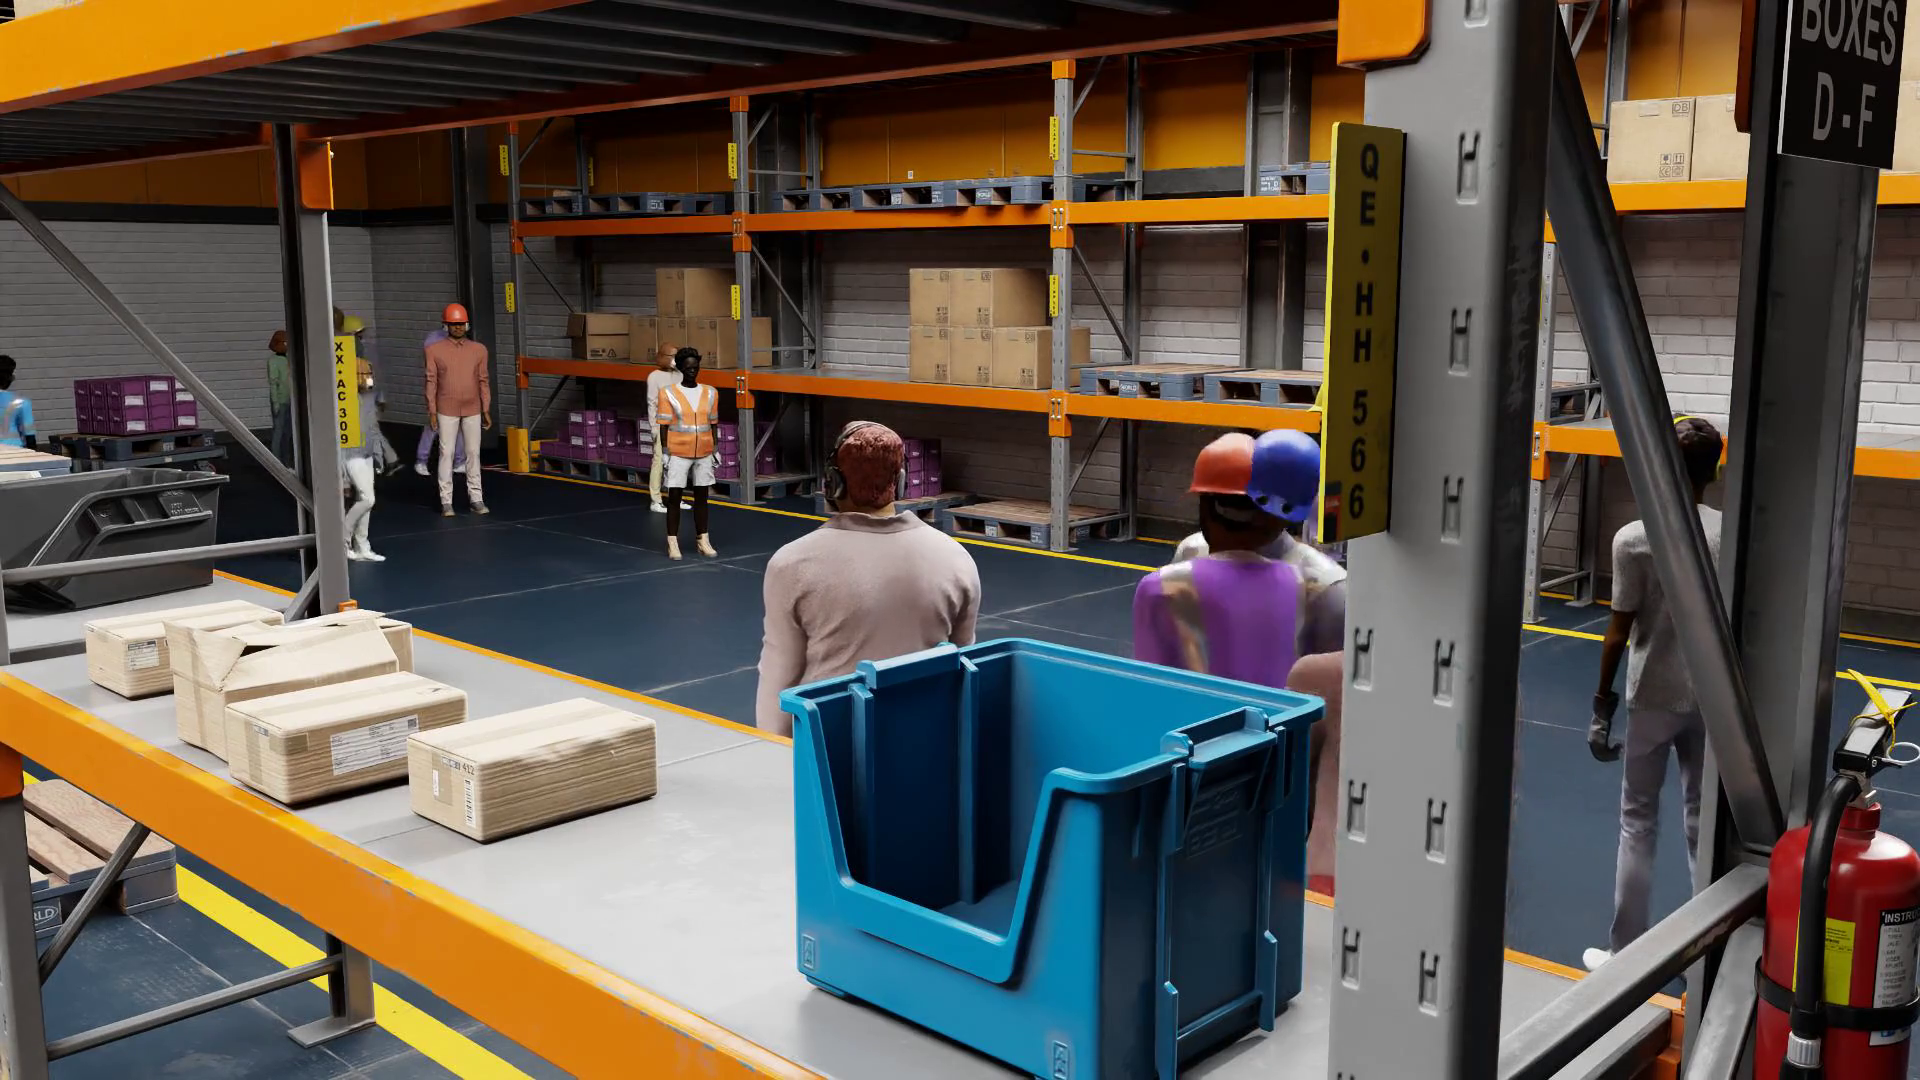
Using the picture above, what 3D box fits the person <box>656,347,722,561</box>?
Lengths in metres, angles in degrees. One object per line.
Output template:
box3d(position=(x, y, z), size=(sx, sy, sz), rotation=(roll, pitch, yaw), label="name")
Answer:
box3d(position=(-2.157, -0.689, 13.286), size=(0.532, 1.697, 0.320), rotation=(-6, 11, -30), label="person")

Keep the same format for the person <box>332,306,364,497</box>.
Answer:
box3d(position=(-6.300, -1.404, 16.933), size=(0.356, 1.936, 0.635), rotation=(3, 10, 17), label="person")

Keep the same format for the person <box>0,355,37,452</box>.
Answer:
box3d(position=(-7.400, -0.608, 12.915), size=(0.538, 1.648, 0.831), rotation=(1, 9, 4), label="person")

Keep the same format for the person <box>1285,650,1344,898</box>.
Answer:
box3d(position=(1.027, 0.800, 4.088), size=(0.535, 1.718, 0.902), rotation=(0, 9, 0), label="person")

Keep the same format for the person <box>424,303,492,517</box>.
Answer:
box3d(position=(-4.709, -1.221, 15.642), size=(0.612, 1.995, 0.378), rotation=(-6, 11, -33), label="person")

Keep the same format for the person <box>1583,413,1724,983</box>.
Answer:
box3d(position=(2.263, 0.531, 5.299), size=(0.525, 1.868, 0.353), rotation=(-1, 9, -5), label="person")

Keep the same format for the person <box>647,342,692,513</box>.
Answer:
box3d(position=(-2.781, -1.075, 15.881), size=(0.285, 1.626, 0.493), rotation=(6, 11, 34), label="person")

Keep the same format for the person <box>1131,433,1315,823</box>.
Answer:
box3d(position=(0.733, 0.680, 4.326), size=(0.555, 1.908, 0.677), rotation=(-3, 10, -16), label="person")

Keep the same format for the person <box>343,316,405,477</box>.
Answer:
box3d(position=(-6.599, -1.596, 18.608), size=(0.811, 1.801, 0.617), rotation=(1, 9, 8), label="person")

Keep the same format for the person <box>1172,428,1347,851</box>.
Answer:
box3d(position=(0.746, 0.624, 4.650), size=(0.376, 1.909, 0.768), rotation=(-7, 12, -38), label="person")

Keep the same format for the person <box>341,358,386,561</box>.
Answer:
box3d(position=(-4.697, -0.620, 13.076), size=(0.345, 1.618, 0.533), rotation=(1, 9, 8), label="person")

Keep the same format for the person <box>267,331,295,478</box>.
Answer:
box3d(position=(-7.519, -1.509, 18.506), size=(0.281, 1.633, 0.501), rotation=(0, 9, 3), label="person")

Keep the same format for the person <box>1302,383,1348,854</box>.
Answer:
box3d(position=(1.506, 0.294, 6.554), size=(0.371, 1.927, 0.588), rotation=(8, 12, 40), label="person")

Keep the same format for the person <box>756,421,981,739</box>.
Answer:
box3d(position=(-0.266, 0.617, 4.684), size=(0.647, 1.900, 0.402), rotation=(-4, 10, -25), label="person")

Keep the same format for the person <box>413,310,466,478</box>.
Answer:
box3d(position=(-5.785, -1.649, 18.616), size=(0.529, 1.885, 0.800), rotation=(5, 10, 26), label="person")
